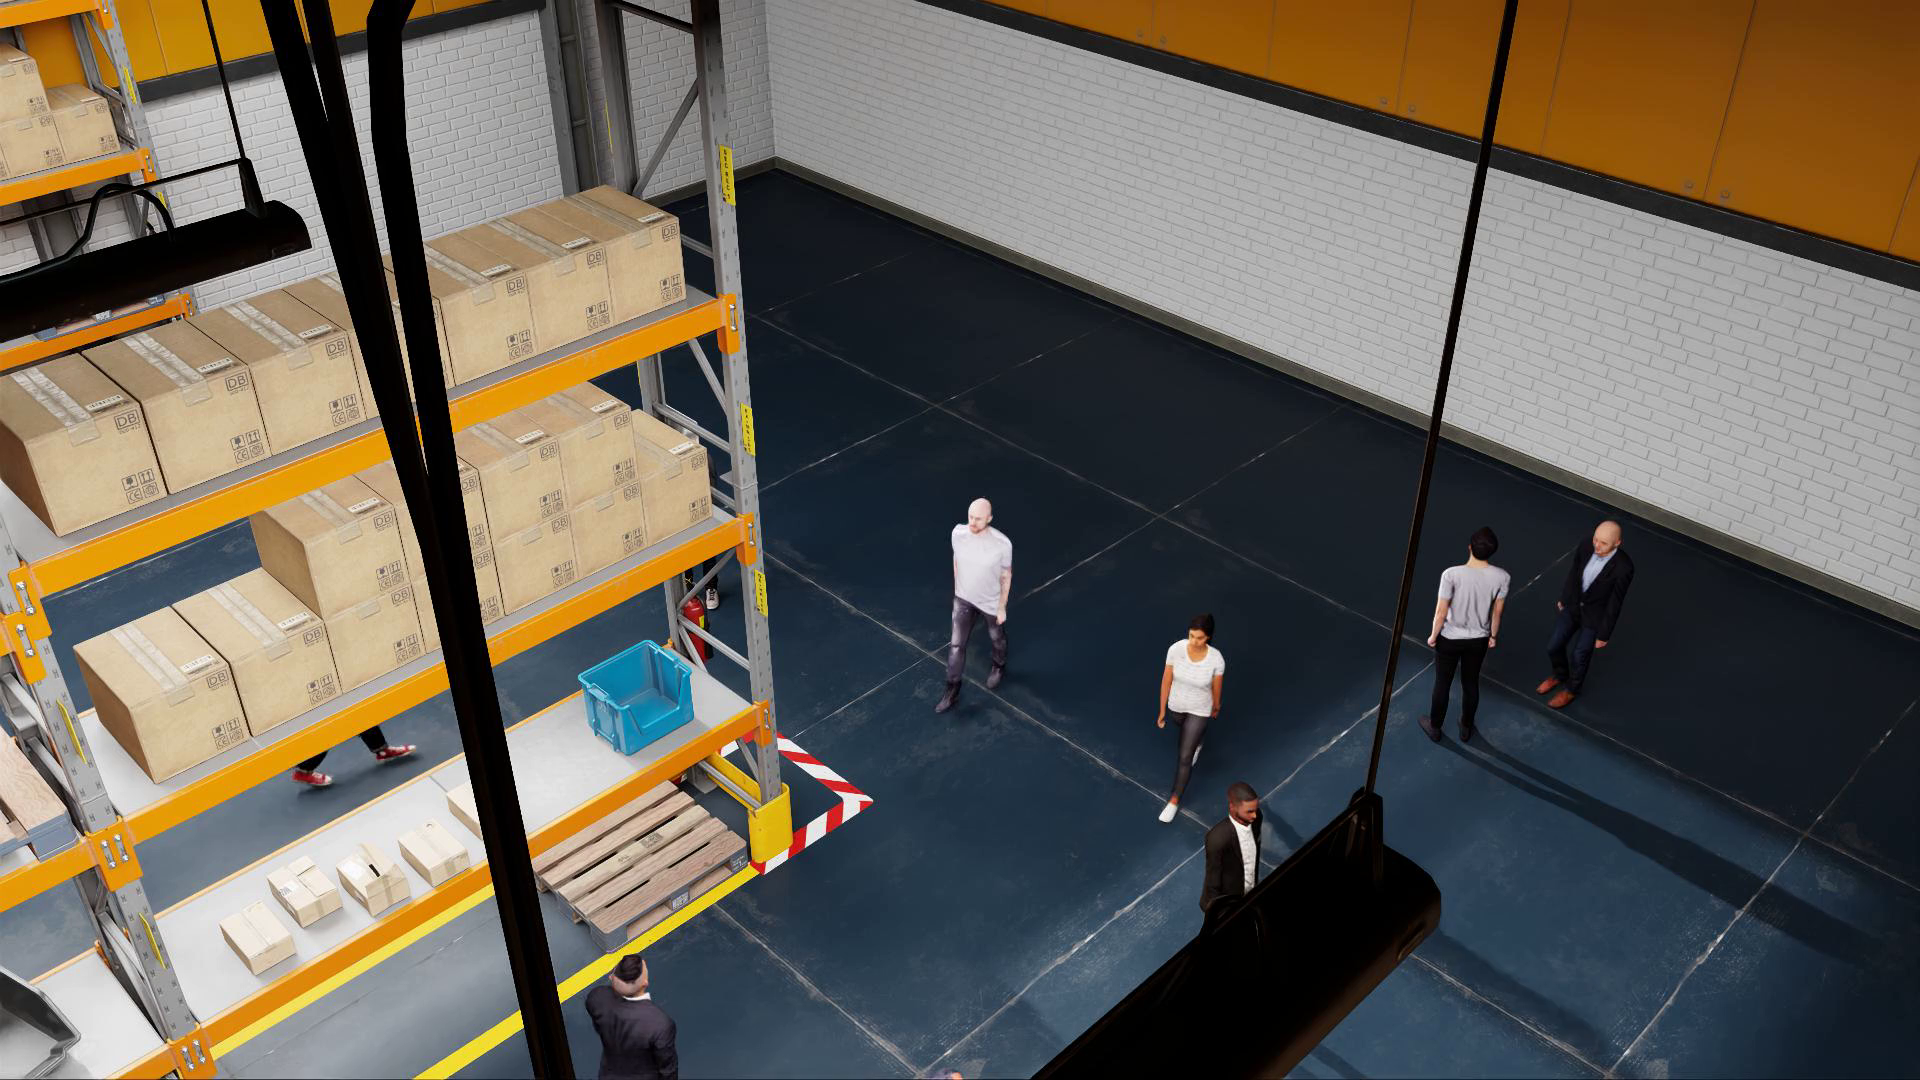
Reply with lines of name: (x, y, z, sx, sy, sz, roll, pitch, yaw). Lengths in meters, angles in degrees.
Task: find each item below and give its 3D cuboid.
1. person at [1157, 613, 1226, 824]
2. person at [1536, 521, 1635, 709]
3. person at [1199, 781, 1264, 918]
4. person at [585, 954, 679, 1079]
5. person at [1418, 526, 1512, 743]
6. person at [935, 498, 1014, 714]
person: (1.682, 1.158, 12.027, 0.767, 1.592, 1.213, 17, 37, 23)
person: (4.885, 0.540, 12.788, 0.674, 1.779, 0.752, -17, 37, -24)
person: (1.653, 2.197, 10.274, 0.713, 1.802, 0.493, 27, 42, 35)
person: (-1.801, 2.991, 8.987, 1.110, 1.904, 1.369, 10, 35, 15)
person: (3.769, 0.723, 12.437, 0.728, 1.863, 0.781, 1, 34, 2)
person: (0.216, 0.422, 12.950, 0.931, 1.796, 1.209, 14, 36, 20)
